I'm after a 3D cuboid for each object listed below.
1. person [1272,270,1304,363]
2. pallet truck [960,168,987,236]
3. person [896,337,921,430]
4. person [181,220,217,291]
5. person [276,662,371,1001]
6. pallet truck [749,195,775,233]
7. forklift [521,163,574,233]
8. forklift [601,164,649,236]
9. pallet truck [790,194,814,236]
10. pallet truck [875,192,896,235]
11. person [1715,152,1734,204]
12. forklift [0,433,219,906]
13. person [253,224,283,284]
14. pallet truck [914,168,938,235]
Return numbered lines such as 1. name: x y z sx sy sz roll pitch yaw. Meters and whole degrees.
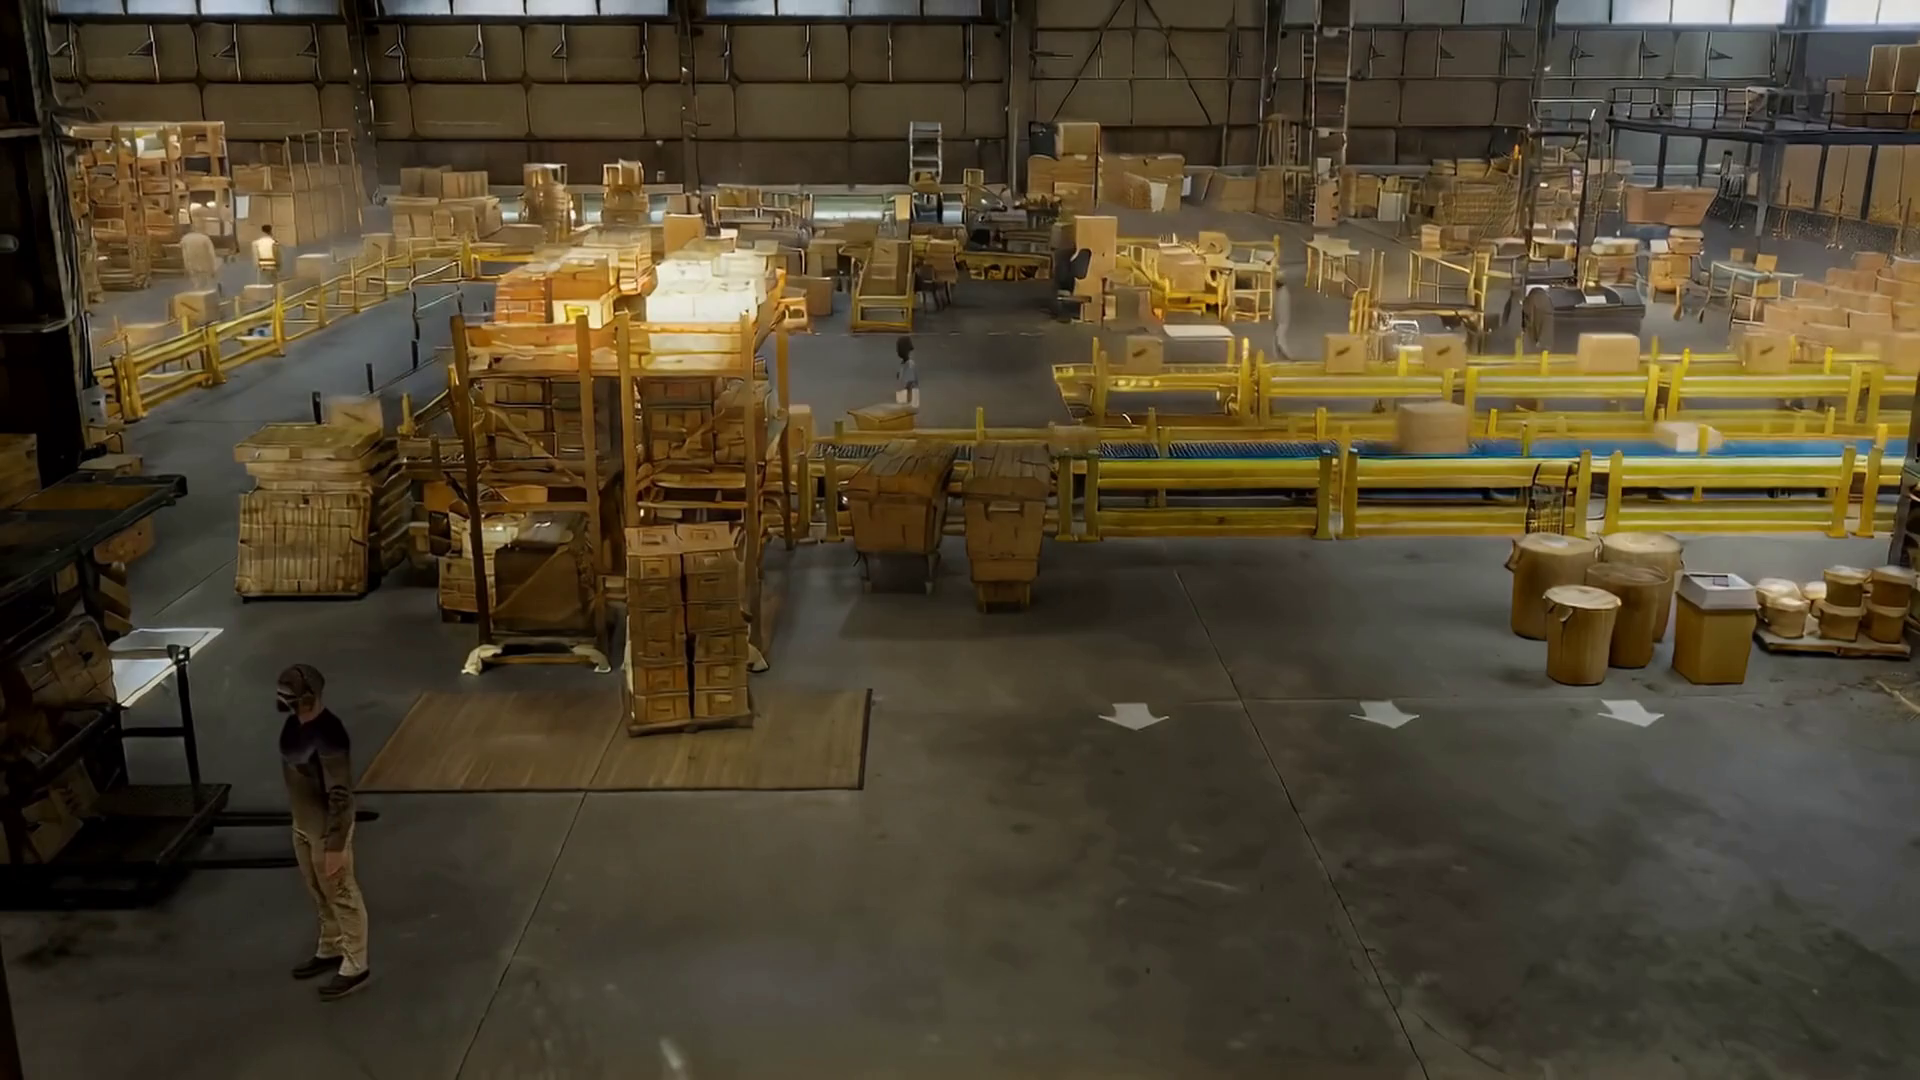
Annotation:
1. person: 5.431 -3.628 27.698 0.651 1.751 0.533 -2 16 -6
2. pallet truck: 0.383 -10.230 50.206 0.823 1.965 1.885 -1 16 -3
3. person: -0.636 -1.808 21.501 0.435 1.670 0.547 0 16 -1
4. person: -15.841 -5.710 34.682 0.675 1.893 0.429 2 16 8
5. person: -3.546 1.593 9.216 0.372 1.940 0.632 -14 21 -41
6. pallet truck: -6.051 -9.967 50.660 0.680 1.201 1.601 0 16 -1
7. forklift: -12.233 -10.122 49.298 1.157 1.987 2.680 0 16 -1
8. forklift: -9.948 -10.127 49.296 1.157 1.987 2.680 -1 16 -3
9. pallet truck: -4.814 -9.883 50.259 0.704 1.261 1.522 -1 16 -3
10. pallet truck: -2.277 -9.986 50.594 0.653 1.274 1.630 0 16 -1
11. person: 28.116 -13.328 61.180 0.574 1.884 0.356 -1 16 -3
12. forklift: -5.952 0.780 10.366 1.873 2.768 1.129 0 16 -1
13. person: -14.392 -5.654 34.635 0.596 1.813 0.727 0 16 -2
14. pallet truck: -0.989 -10.316 50.507 0.823 1.965 1.885 1 16 3
